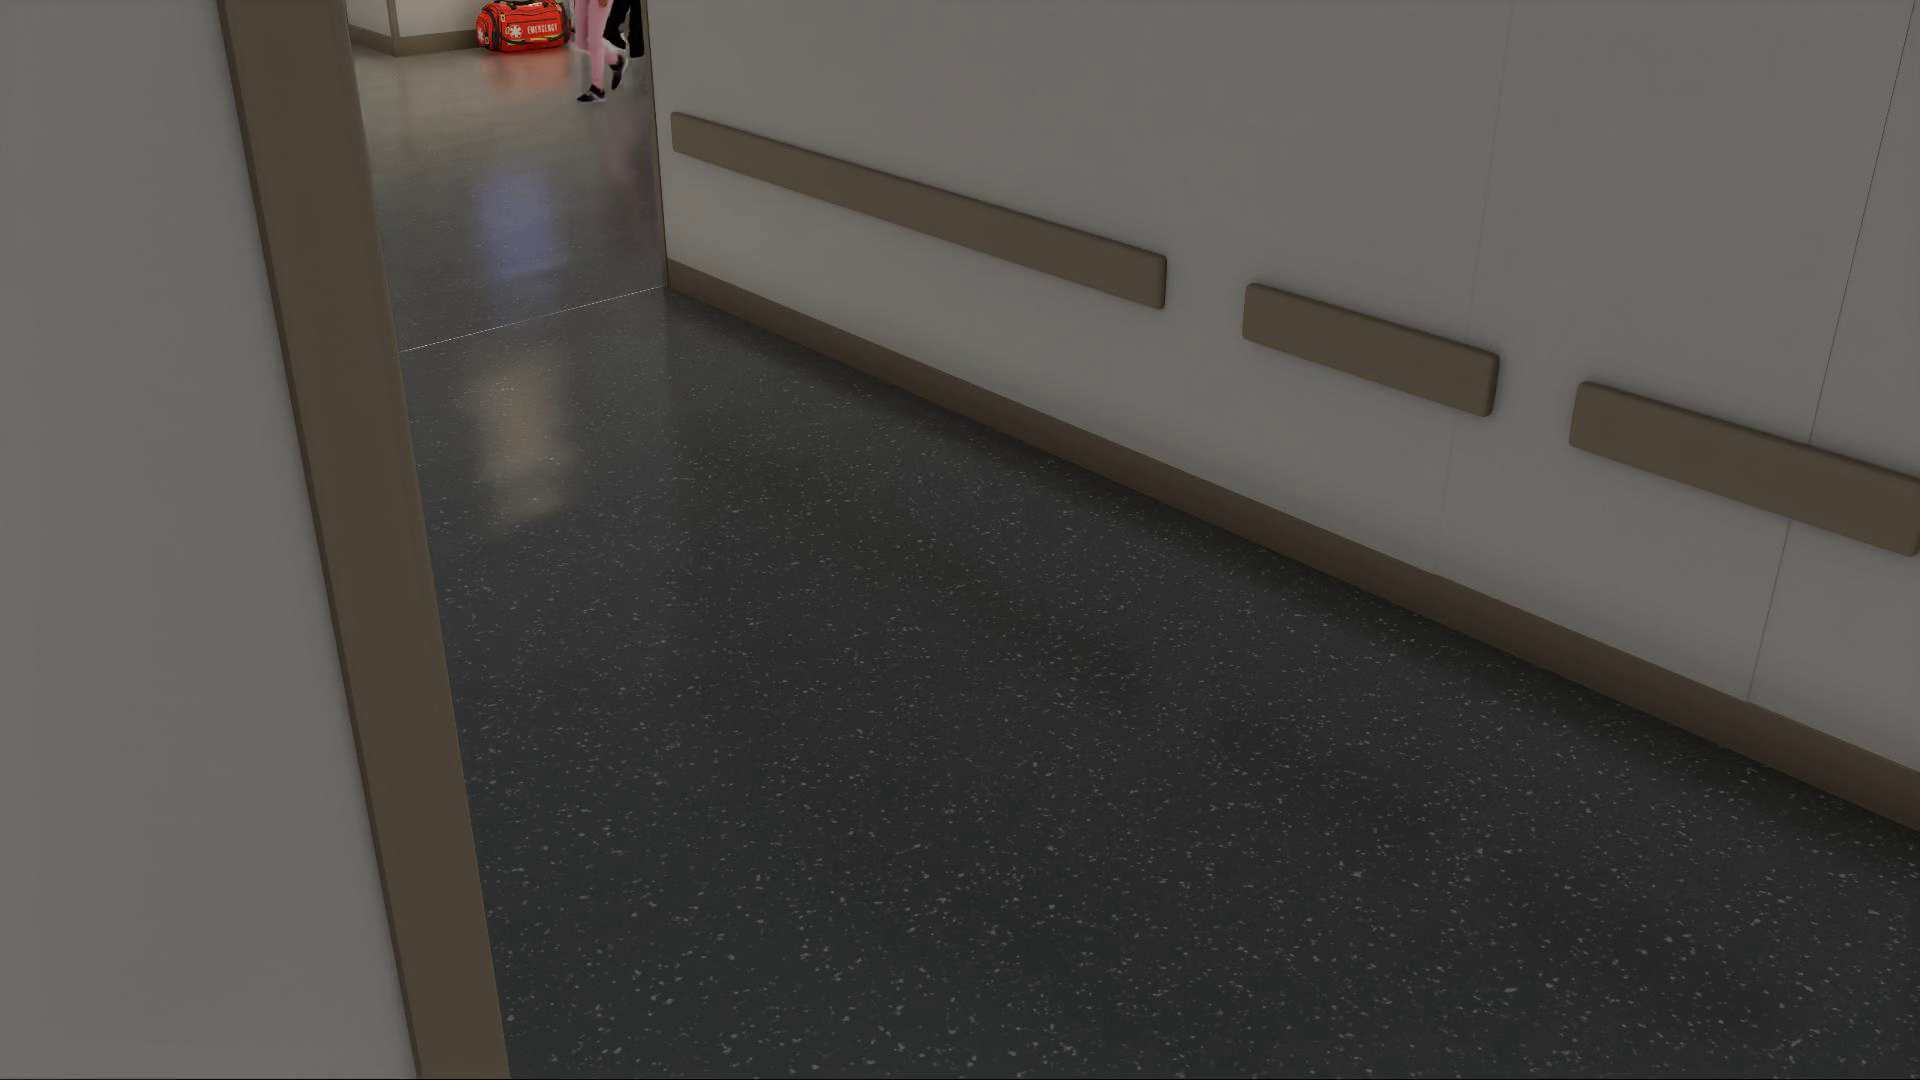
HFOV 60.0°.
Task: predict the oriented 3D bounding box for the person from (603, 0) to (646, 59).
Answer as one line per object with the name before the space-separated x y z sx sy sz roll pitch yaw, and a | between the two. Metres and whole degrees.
person | -2.764 -4.981 13.877 0.717 1.887 0.771 21 33 36

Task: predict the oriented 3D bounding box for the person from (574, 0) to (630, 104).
person | -2.677 -4.048 12.329 0.627 1.551 0.869 18 31 33
